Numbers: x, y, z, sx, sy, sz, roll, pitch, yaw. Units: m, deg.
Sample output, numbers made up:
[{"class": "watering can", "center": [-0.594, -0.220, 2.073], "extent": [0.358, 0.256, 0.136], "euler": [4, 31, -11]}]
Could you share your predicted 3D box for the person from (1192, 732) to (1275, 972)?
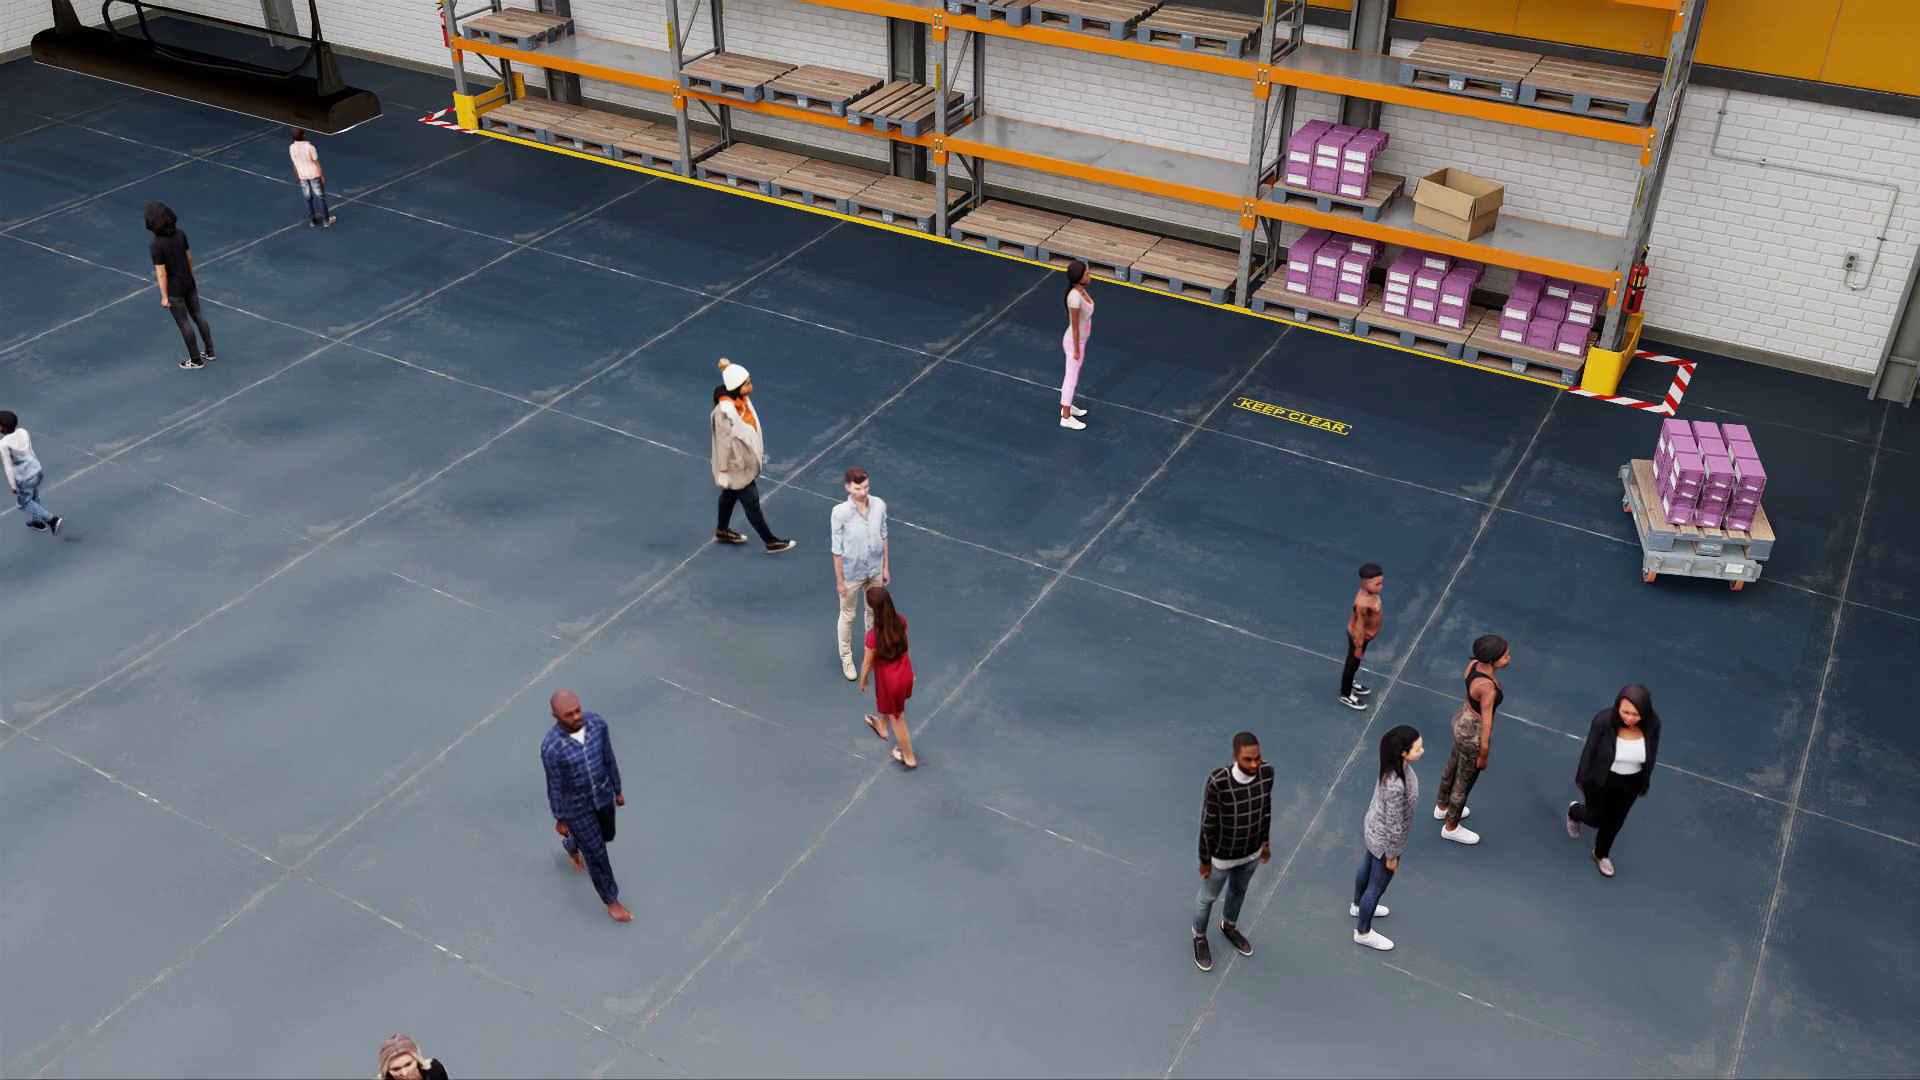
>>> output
[{"class": "person", "center": [1.726, 1.926, 10.554], "extent": [0.748, 1.820, 0.782], "euler": [-12, 35, -17]}]

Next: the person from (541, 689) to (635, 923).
[{"class": "person", "center": [-2.511, 1.673, 10.959], "extent": [1.099, 1.794, 0.779], "euler": [25, 41, 33]}]

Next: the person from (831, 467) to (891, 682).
[{"class": "person", "center": [-0.781, 0.227, 13.086], "extent": [0.731, 1.847, 0.729], "euler": [-18, 38, -25]}]

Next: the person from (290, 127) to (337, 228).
[{"class": "person", "center": [-8.131, -4.552, 20.765], "extent": [0.553, 1.306, 0.645], "euler": [1, 34, 2]}]

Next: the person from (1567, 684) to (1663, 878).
[{"class": "person", "center": [4.414, 1.553, 11.316], "extent": [0.886, 1.599, 0.930], "euler": [-5, 34, -7]}]

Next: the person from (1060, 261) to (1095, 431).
[{"class": "person", "center": [1.147, -1.953, 16.462], "extent": [0.631, 1.741, 0.642], "euler": [4, 34, 6]}]

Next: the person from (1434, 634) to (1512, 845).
[{"class": "person", "center": [3.551, 1.347, 11.534], "extent": [0.669, 1.700, 0.662], "euler": [1, 34, 1]}]

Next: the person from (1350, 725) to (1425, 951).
[{"class": "person", "center": [2.739, 1.875, 10.710], "extent": [0.655, 1.732, 0.686], "euler": [4, 34, 6]}]

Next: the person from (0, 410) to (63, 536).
[{"class": "person", "center": [-8.317, -0.583, 14.847], "extent": [0.779, 1.247, 0.583], "euler": [9, 35, 14]}]

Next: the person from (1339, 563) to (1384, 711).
[{"class": "person", "center": [3.099, 0.716, 12.884], "extent": [0.501, 1.256, 0.543], "euler": [13, 36, 19]}]

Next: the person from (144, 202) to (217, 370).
[{"class": "person", "center": [-8.207, -2.686, 17.479], "extent": [0.588, 1.836, 0.666], "euler": [12, 35, 17]}]

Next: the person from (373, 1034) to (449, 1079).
[{"class": "person", "center": [-2.823, 3.205, 8.752], "extent": [0.680, 1.686, 0.668], "euler": [-22, 39, -29]}]

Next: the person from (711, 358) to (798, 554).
[{"class": "person", "center": [-2.042, -0.728, 14.511], "extent": [1.150, 1.859, 0.955], "euler": [5, 34, 7]}]

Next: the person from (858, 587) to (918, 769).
[{"class": "person", "center": [-0.458, 1.041, 12.152], "extent": [0.695, 1.525, 0.936], "euler": [-27, 42, -35]}]
